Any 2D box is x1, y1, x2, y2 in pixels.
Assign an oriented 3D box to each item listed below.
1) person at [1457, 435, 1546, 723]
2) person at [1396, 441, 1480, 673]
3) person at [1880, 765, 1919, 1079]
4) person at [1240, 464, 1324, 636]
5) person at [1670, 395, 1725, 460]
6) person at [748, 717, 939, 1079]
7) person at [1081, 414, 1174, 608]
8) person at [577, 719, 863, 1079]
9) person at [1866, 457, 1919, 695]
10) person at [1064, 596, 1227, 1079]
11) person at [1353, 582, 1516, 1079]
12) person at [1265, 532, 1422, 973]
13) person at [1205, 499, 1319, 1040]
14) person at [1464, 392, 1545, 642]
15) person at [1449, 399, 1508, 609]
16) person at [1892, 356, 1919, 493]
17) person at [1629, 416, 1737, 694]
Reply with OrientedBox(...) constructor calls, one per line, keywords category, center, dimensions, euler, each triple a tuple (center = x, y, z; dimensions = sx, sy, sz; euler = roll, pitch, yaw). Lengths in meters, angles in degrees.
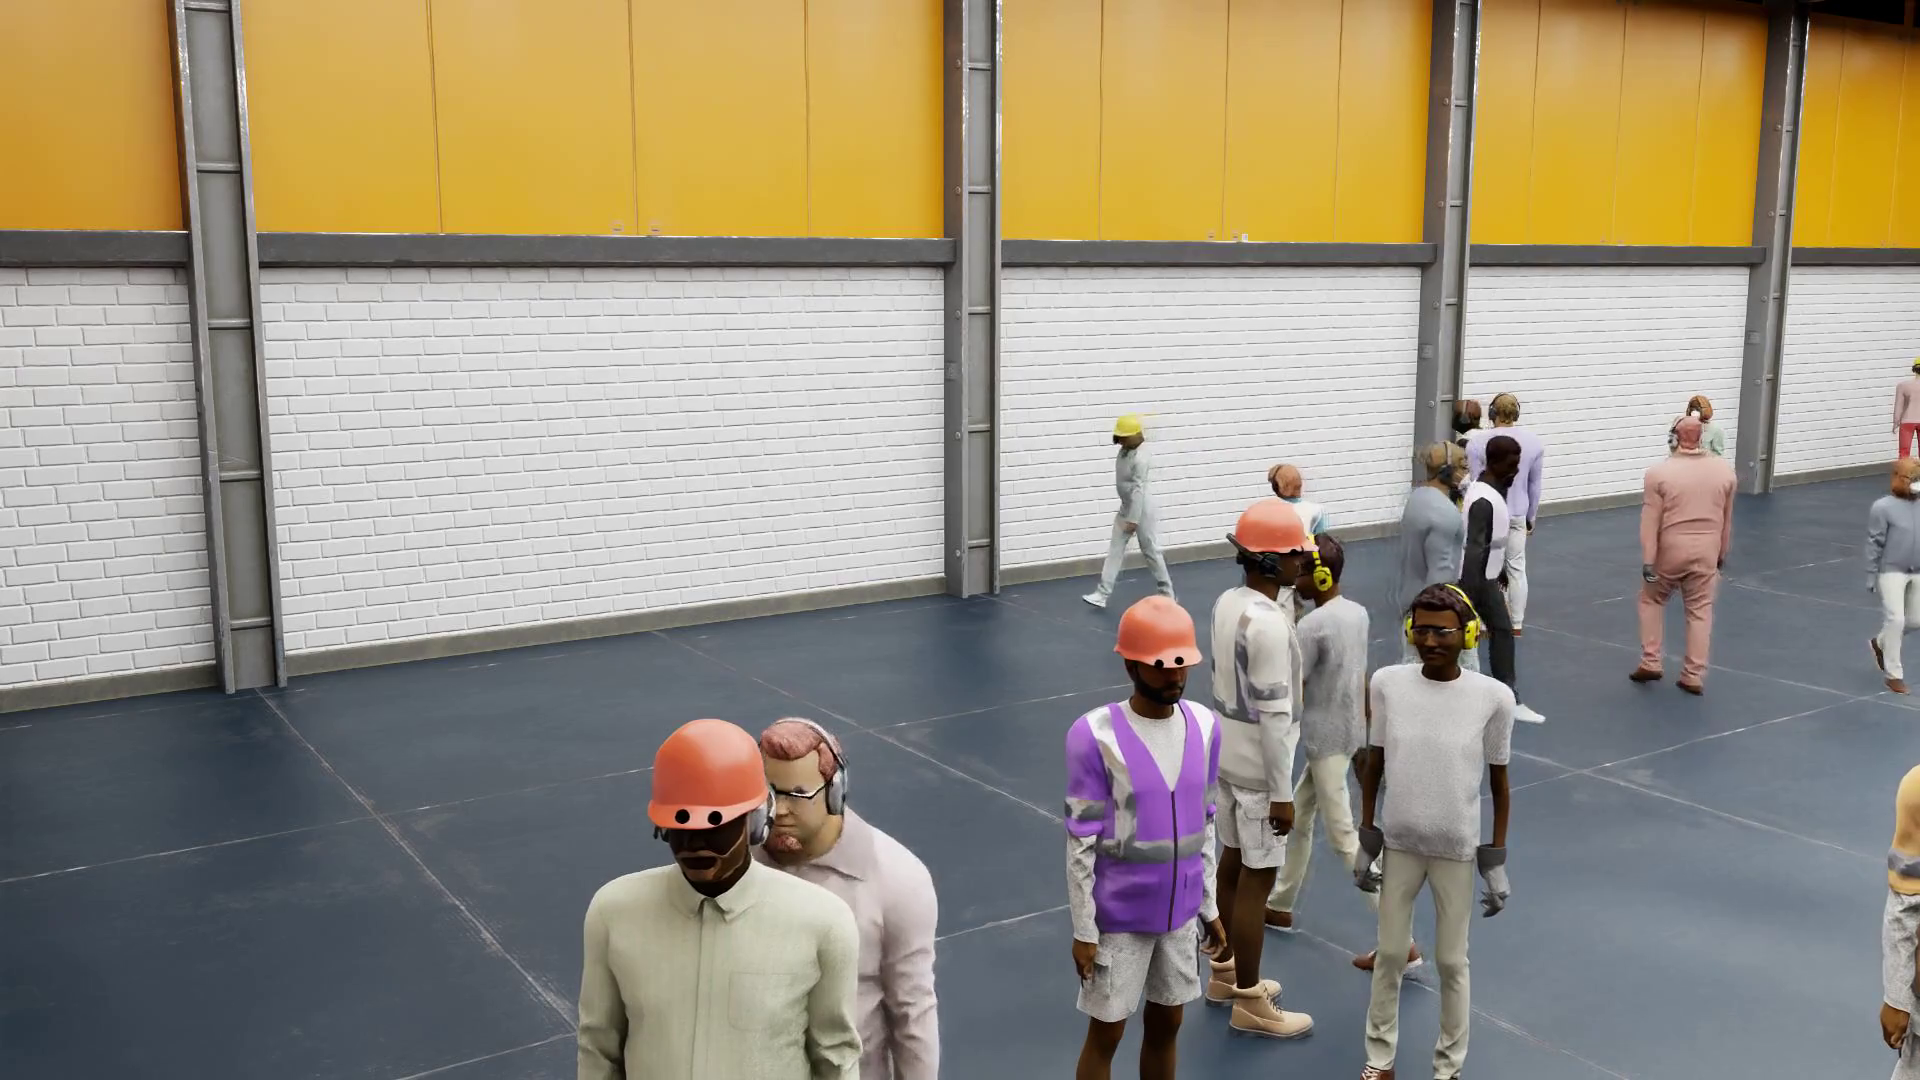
OrientedBox(category="person", center=(3.269, 0.229, 10.672), dimensions=(0.951, 1.861, 0.700), euler=(3, 10, 18))
OrientedBox(category="person", center=(2.757, 0.393, 9.493), dimensions=(0.543, 1.921, 0.660), euler=(-1, 9, -3))
OrientedBox(category="person", center=(2.792, 1.216, 4.489), dimensions=(0.552, 1.935, 0.367), euler=(1, 9, 6))
OrientedBox(category="person", center=(2.131, 0.297, 11.022), dimensions=(0.541, 1.593, 0.896), euler=(-3, 10, -17))
OrientedBox(category="person", center=(7.261, -0.616, 16.441), dimensions=(0.502, 1.633, 0.280), euler=(9, 13, 42))
OrientedBox(category="person", center=(-0.379, 1.331, 3.935), dimensions=(0.675, 1.894, 0.509), euler=(2, 10, 11))
OrientedBox(category="person", center=(1.439, -0.239, 14.030), dimensions=(0.893, 1.669, 0.541), euler=(-4, 10, -22))
OrientedBox(category="person", center=(-0.513, 1.346, 3.537), dimensions=(0.612, 1.995, 0.376), euler=(0, 9, 3))
OrientedBox(category="person", center=(6.458, 0.222, 11.440), dimensions=(0.511, 1.613, 0.550), euler=(0, 9, -2))
OrientedBox(category="person", center=(0.578, 1.120, 5.066), dimensions=(0.542, 1.939, 0.360), euler=(-5, 11, -27))
OrientedBox(category="person", center=(1.598, 1.058, 5.644), dimensions=(0.520, 1.873, 0.333), euler=(5, 11, 26))
OrientedBox(category="person", center=(1.558, 0.870, 6.948), dimensions=(0.920, 1.826, 0.505), euler=(6, 11, 32))
OrientedBox(category="person", center=(1.148, 0.857, 6.331), dimensions=(0.379, 2.045, 0.605), euler=(-1, 10, -8))
OrientedBox(category="person", center=(4.168, -0.172, 12.850), dimensions=(0.627, 1.940, 0.371), euler=(-1, 10, -8))
OrientedBox(category="person", center=(4.277, -0.283, 13.962), dimensions=(0.940, 1.802, 0.626), euler=(4, 10, 23))
OrientedBox(category="person", center=(12.195, -1.474, 21.214), dimensions=(0.533, 1.767, 0.326), euler=(5, 11, 27))
OrientedBox(category="person", center=(4.948, 0.095, 11.419), dimensions=(0.666, 1.887, 0.629), euler=(0, 9, 1))
